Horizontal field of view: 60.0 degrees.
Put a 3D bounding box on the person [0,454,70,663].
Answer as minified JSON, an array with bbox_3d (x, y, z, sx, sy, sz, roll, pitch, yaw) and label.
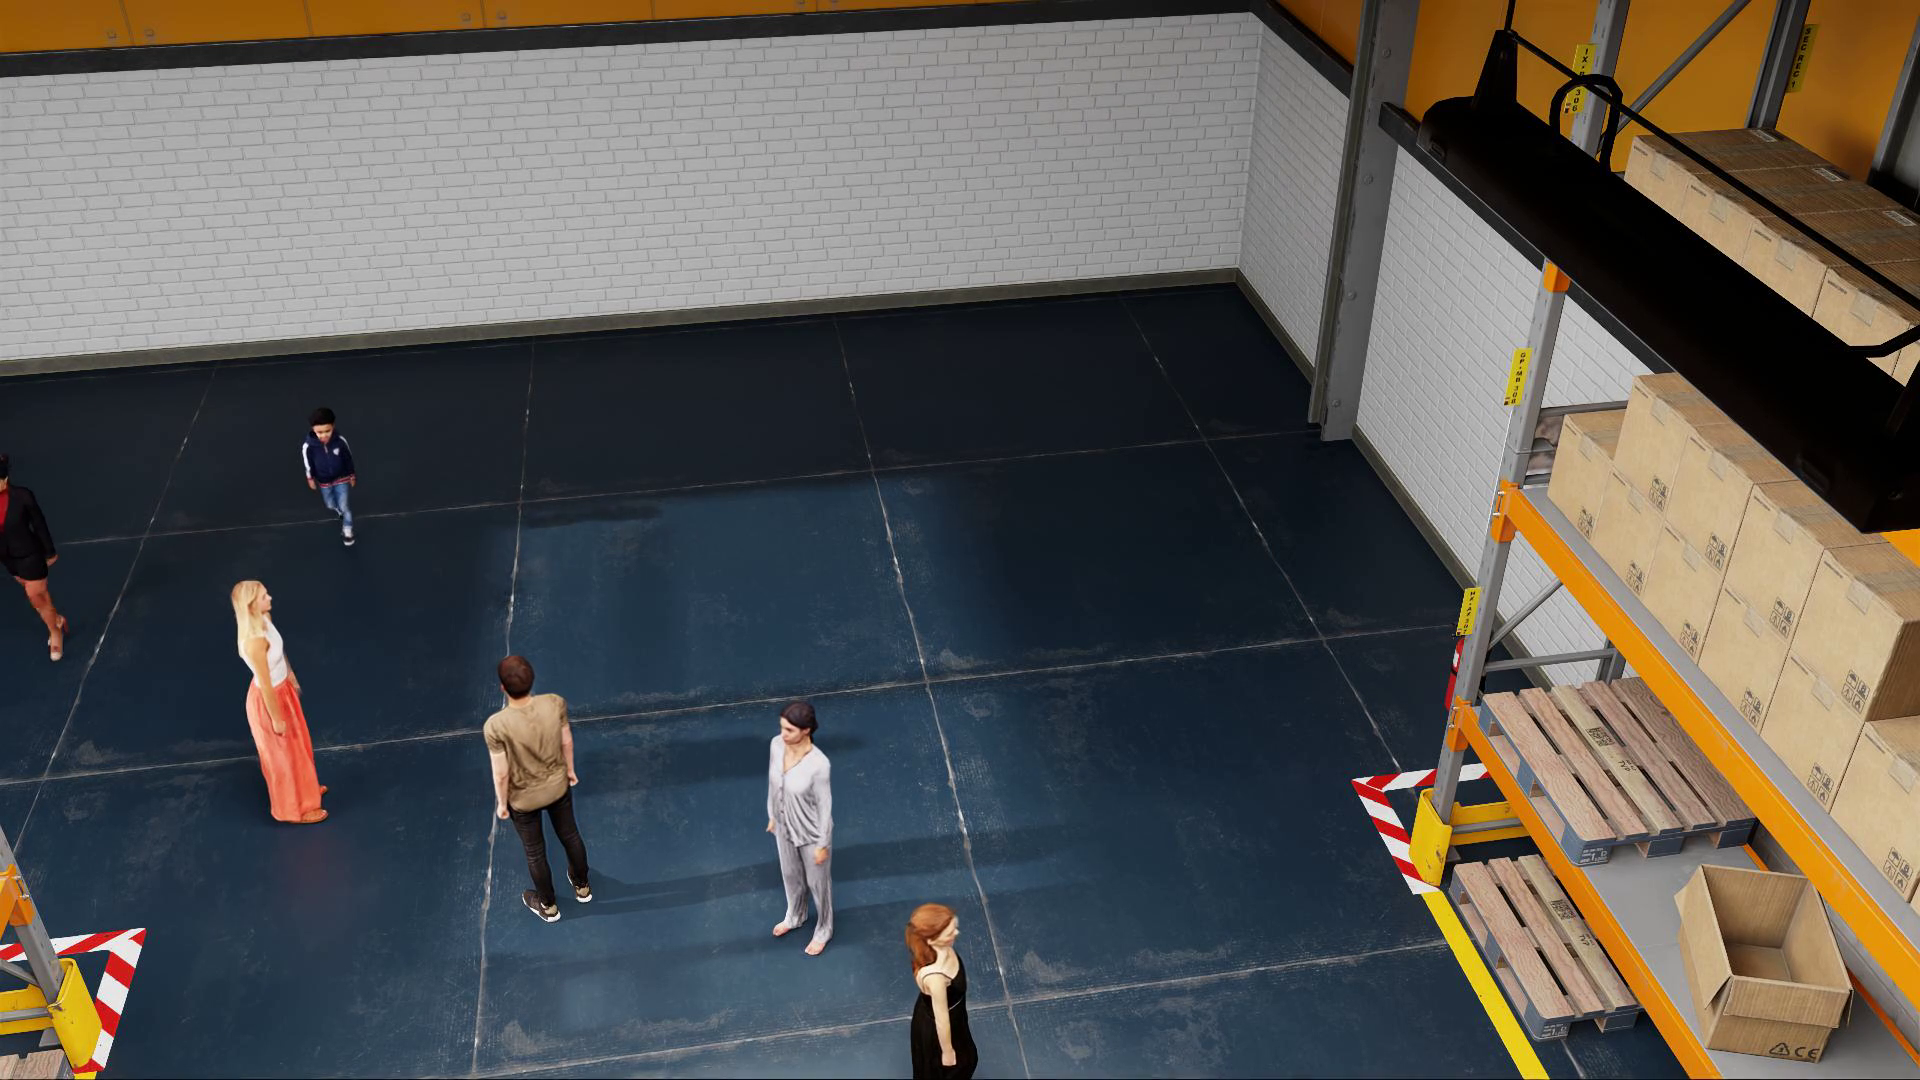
[{"bbox_3d":[-6.681,0.091,11.950,0.653,1.625,0.699,4,34,6],"label":"person"}]

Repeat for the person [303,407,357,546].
[{"bbox_3d":[-5.021,-0.554,13.298,0.572,1.206,0.710,-11,35,-15],"label":"person"}]

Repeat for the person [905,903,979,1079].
[{"bbox_3d":[-0.120,2.444,8.409,0.643,1.626,0.539,-2,34,-3],"label":"person"}]

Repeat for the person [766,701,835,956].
[{"bbox_3d":[-0.895,1.624,9.510,0.664,1.773,0.732,23,40,31],"label":"person"}]

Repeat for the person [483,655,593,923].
[{"bbox_3d":[-2.466,1.445,9.709,0.749,1.851,0.740,-24,41,-32],"label":"person"}]

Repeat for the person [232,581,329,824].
[{"bbox_3d":[-4.300,1.010,10.409,0.681,1.800,0.522,-7,34,-10],"label":"person"}]
